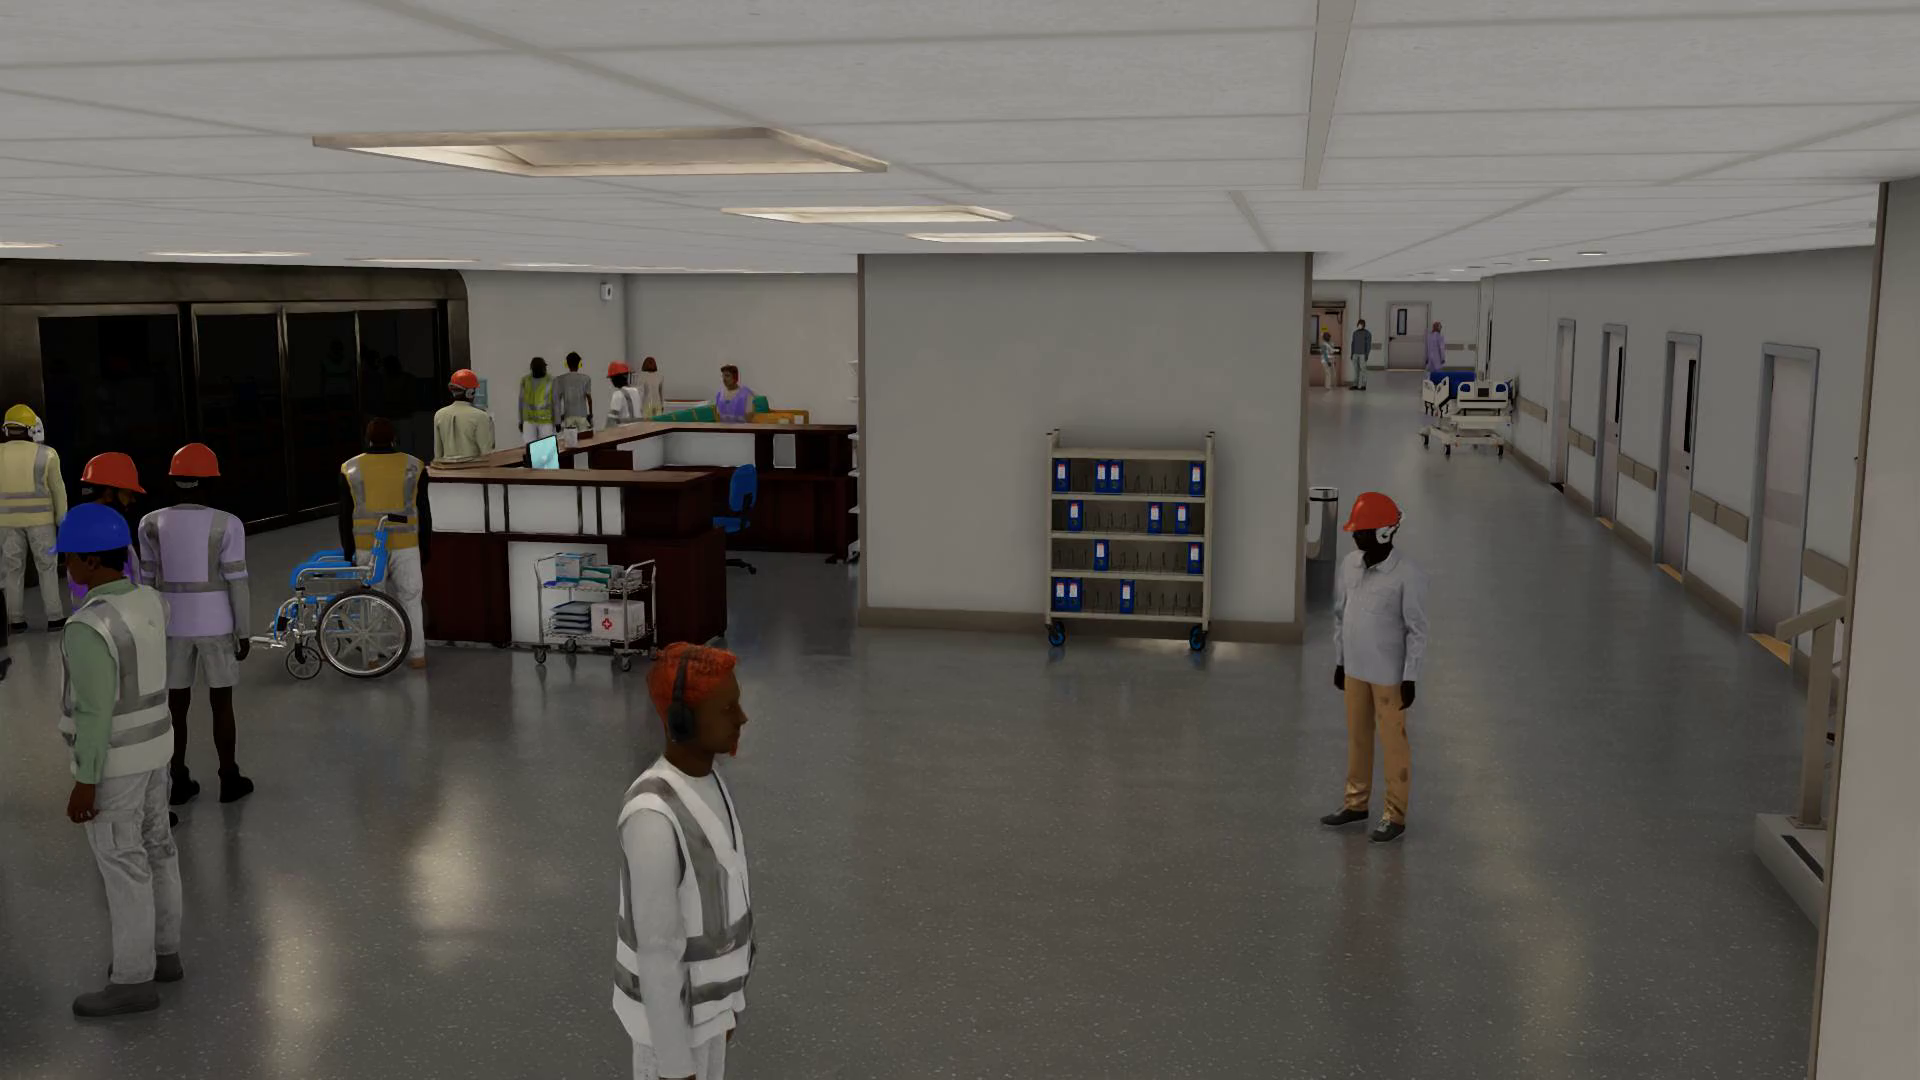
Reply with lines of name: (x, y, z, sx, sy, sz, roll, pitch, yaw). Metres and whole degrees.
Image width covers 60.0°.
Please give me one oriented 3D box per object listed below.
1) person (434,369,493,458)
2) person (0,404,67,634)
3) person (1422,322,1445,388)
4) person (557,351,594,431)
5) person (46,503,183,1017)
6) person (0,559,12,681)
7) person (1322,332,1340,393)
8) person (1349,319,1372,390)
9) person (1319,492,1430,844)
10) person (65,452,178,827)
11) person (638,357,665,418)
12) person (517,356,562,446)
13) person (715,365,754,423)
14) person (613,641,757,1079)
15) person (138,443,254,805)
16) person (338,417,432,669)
person: (-4.648, -0.610, 15.681, 0.622, 1.994, 0.381, 3, 9, 20)
person: (-7.439, -0.165, 13.268, 0.600, 1.829, 0.404, -2, 9, -15)
person: (12.596, -4.851, 44.201, 0.749, 1.887, 0.642, -3, 9, -22)
person: (-5.428, -1.718, 23.448, 0.515, 1.872, 0.333, -1, 9, -9)
person: (-3.202, 0.822, 6.333, 0.384, 1.948, 0.605, -1, 9, -4)
person: (-5.131, 0.512, 8.362, 0.647, 1.948, 0.439, -1, 9, -8)
person: (9.835, -4.703, 44.124, 0.420, 1.607, 0.596, 7, 11, 39)
person: (10.896, -5.042, 45.275, 0.372, 1.940, 0.631, -7, 11, -38)
person: (2.056, 0.627, 8.286, 0.344, 1.745, 0.564, -5, 10, -30)
person: (-4.259, 0.520, 8.406, 0.542, 1.928, 0.374, 7, 11, 41)
person: (-5.099, -2.204, 27.458, 0.505, 1.633, 0.279, -8, 12, -44)
person: (-5.894, -1.689, 23.456, 0.671, 1.813, 0.622, 2, 9, 10)
person: (-2.750, -1.254, 20.517, 0.584, 1.825, 0.581, 5, 10, 30)
person: (-0.681, 1.183, 4.161, 0.343, 1.881, 0.573, 1, 9, 4)
person: (-4.052, 0.450, 8.873, 0.543, 1.930, 0.388, -1, 9, -6)
person: (-4.115, 0.036, 11.941, 0.630, 1.835, 0.429, -3, 9, -19)
